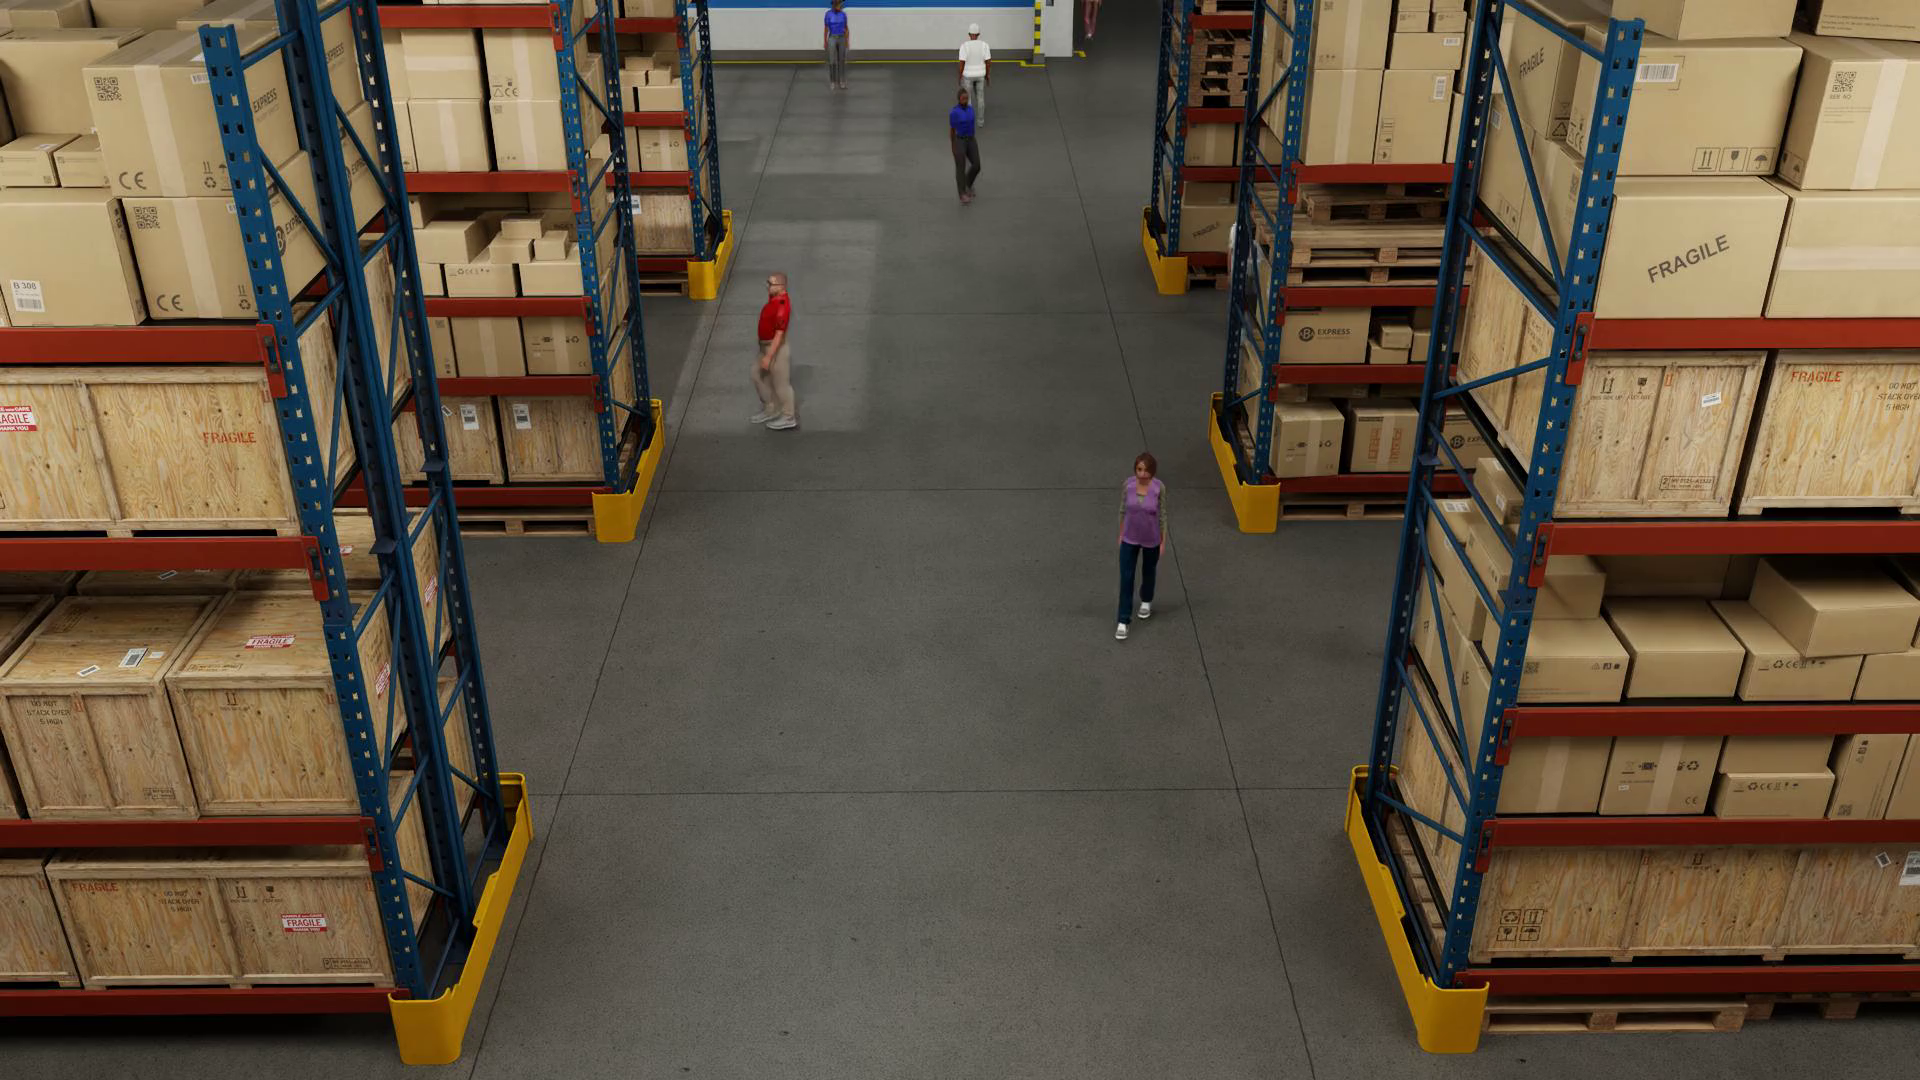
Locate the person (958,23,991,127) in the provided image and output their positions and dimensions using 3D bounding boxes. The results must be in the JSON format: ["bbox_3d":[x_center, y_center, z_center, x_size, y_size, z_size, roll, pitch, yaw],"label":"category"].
[{"bbox_3d":[0.231,-8.095,28.962,0.563,1.770,0.400,-7,29,-12],"label":"person"}]

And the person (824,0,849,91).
[{"bbox_3d":[-2.315,-9.406,31.510,0.481,1.676,0.367,-10,30,-18],"label":"person"}]

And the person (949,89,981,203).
[{"bbox_3d":[0.075,-5.953,25.060,0.467,1.663,0.466,-17,33,-28],"label":"person"}]

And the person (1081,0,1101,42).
[{"bbox_3d":[2.773,-11.447,35.300,0.444,1.664,0.767,-5,29,-9],"label":"person"}]

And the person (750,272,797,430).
[{"bbox_3d":[-2.014,-1.997,17.630,0.494,1.722,0.569,-6,29,-10],"label":"person"}]

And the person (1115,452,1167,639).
[{"bbox_3d":[1.526,0.026,14.037,0.415,1.590,0.711,5,29,9],"label":"person"}]

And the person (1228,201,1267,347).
[{"bbox_3d":[3.444,-3.247,19.912,0.553,1.759,0.667,-7,29,-12],"label":"person"}]
